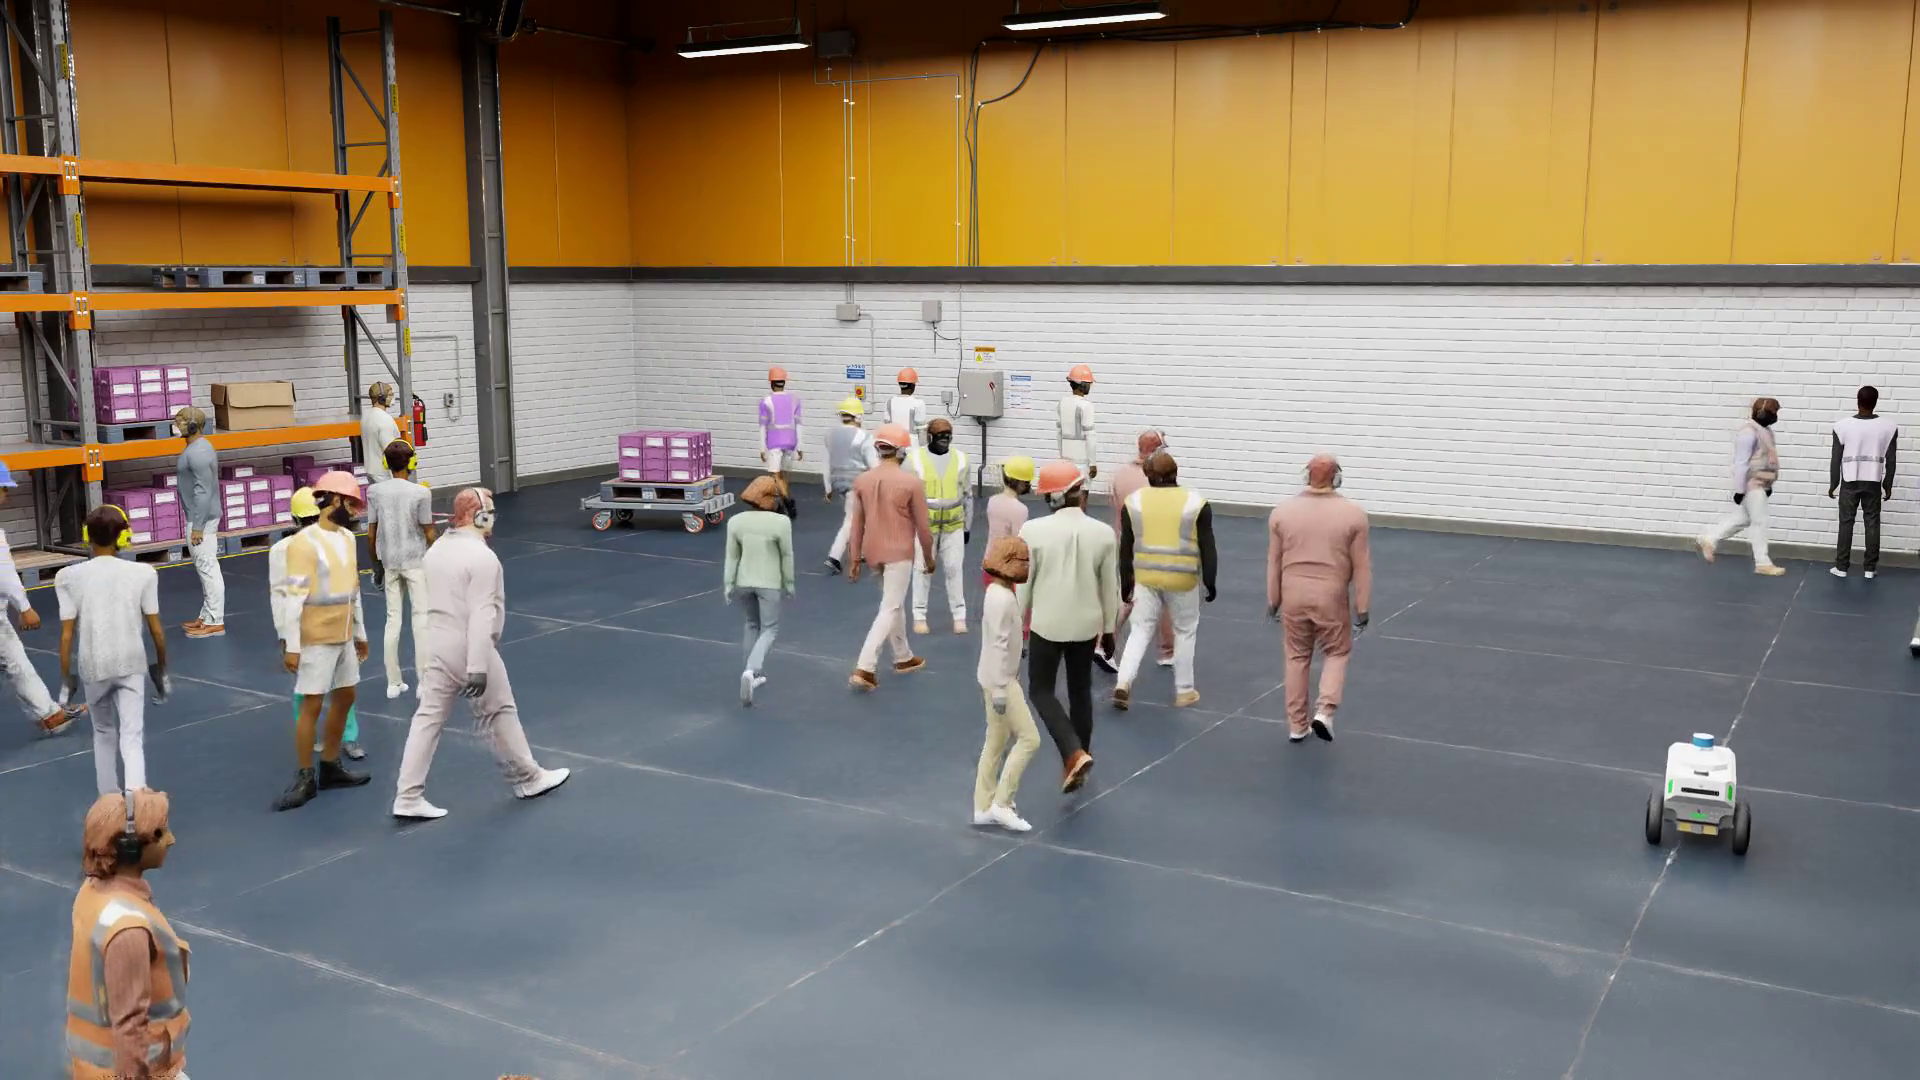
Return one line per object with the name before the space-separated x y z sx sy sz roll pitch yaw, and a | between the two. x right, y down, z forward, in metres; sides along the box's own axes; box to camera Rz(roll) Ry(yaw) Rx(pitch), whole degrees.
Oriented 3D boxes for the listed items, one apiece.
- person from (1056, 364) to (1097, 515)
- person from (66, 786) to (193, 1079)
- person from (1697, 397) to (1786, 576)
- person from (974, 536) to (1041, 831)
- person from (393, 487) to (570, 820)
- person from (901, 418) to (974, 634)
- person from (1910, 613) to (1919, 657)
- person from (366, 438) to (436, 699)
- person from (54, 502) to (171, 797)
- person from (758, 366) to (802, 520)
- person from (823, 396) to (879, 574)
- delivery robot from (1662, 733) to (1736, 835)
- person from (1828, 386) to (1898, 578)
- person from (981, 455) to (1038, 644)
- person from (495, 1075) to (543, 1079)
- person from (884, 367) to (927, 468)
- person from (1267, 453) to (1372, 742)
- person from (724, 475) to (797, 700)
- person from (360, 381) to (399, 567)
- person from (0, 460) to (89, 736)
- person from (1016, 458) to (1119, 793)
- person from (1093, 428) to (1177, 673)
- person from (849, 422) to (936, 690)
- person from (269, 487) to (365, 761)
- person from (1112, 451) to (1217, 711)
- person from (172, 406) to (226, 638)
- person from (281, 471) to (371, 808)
person | 1.307 -0.901 18.236 0.375 2.043 0.611 -6 11 -34
person | -2.252 1.483 4.686 0.523 1.624 0.518 -7 12 -39
person | 7.973 -0.565 16.892 0.844 1.810 0.669 8 12 39
person | 0.274 0.781 9.049 0.461 1.611 0.516 0 9 2
person | -2.757 0.628 9.335 0.654 1.840 1.062 8 12 40
person | -0.186 -0.118 14.012 0.634 1.836 0.430 -2 9 -12
person | 7.832 0.010 13.033 0.691 1.930 0.613 -6 11 -32
person | -3.954 0.205 11.877 0.531 1.868 0.318 1 9 8
person | -4.501 0.720 8.842 0.543 1.821 0.952 -4 10 -24
person | -2.162 -1.170 20.372 0.557 1.911 0.812 -4 10 -25
person | -1.119 -0.564 16.934 0.599 1.796 0.921 7 11 36
delivery robot | 3.981 1.284 8.940 0.477 0.478 0.707 4 10 24
person | 8.990 -0.575 16.592 0.593 1.920 0.391 3 10 18
person | 0.342 0.248 11.975 0.393 1.738 0.558 -6 11 -34
person | -0.869 1.754 3.013 0.333 1.615 0.598 8 12 39
person | -0.622 -1.056 19.530 0.546 1.939 0.375 5 10 28
person | 2.296 0.387 10.680 0.684 1.888 0.465 4 10 23
person | -1.462 0.337 11.884 0.506 1.599 0.697 3 10 21
person | -5.893 -0.654 17.023 0.372 1.940 0.631 -8 12 -41
person | -6.100 0.416 10.487 1.042 1.881 0.597 -7 12 -39
person | 0.635 0.510 9.663 0.652 1.965 0.744 -3 9 -16
person | 1.383 0.084 12.642 0.939 1.873 0.651 -8 12 -39
person | -0.542 0.106 12.271 0.587 1.947 0.988 7 11 37
person | -3.979 0.524 10.343 0.553 1.722 0.769 -7 12 -38
person | 1.415 0.297 11.495 0.677 1.816 0.741 4 10 21
person | -6.367 -0.156 13.912 0.372 1.940 0.630 -5 10 -26
person | -3.679 0.569 9.570 0.338 1.899 0.728 3 9 15
